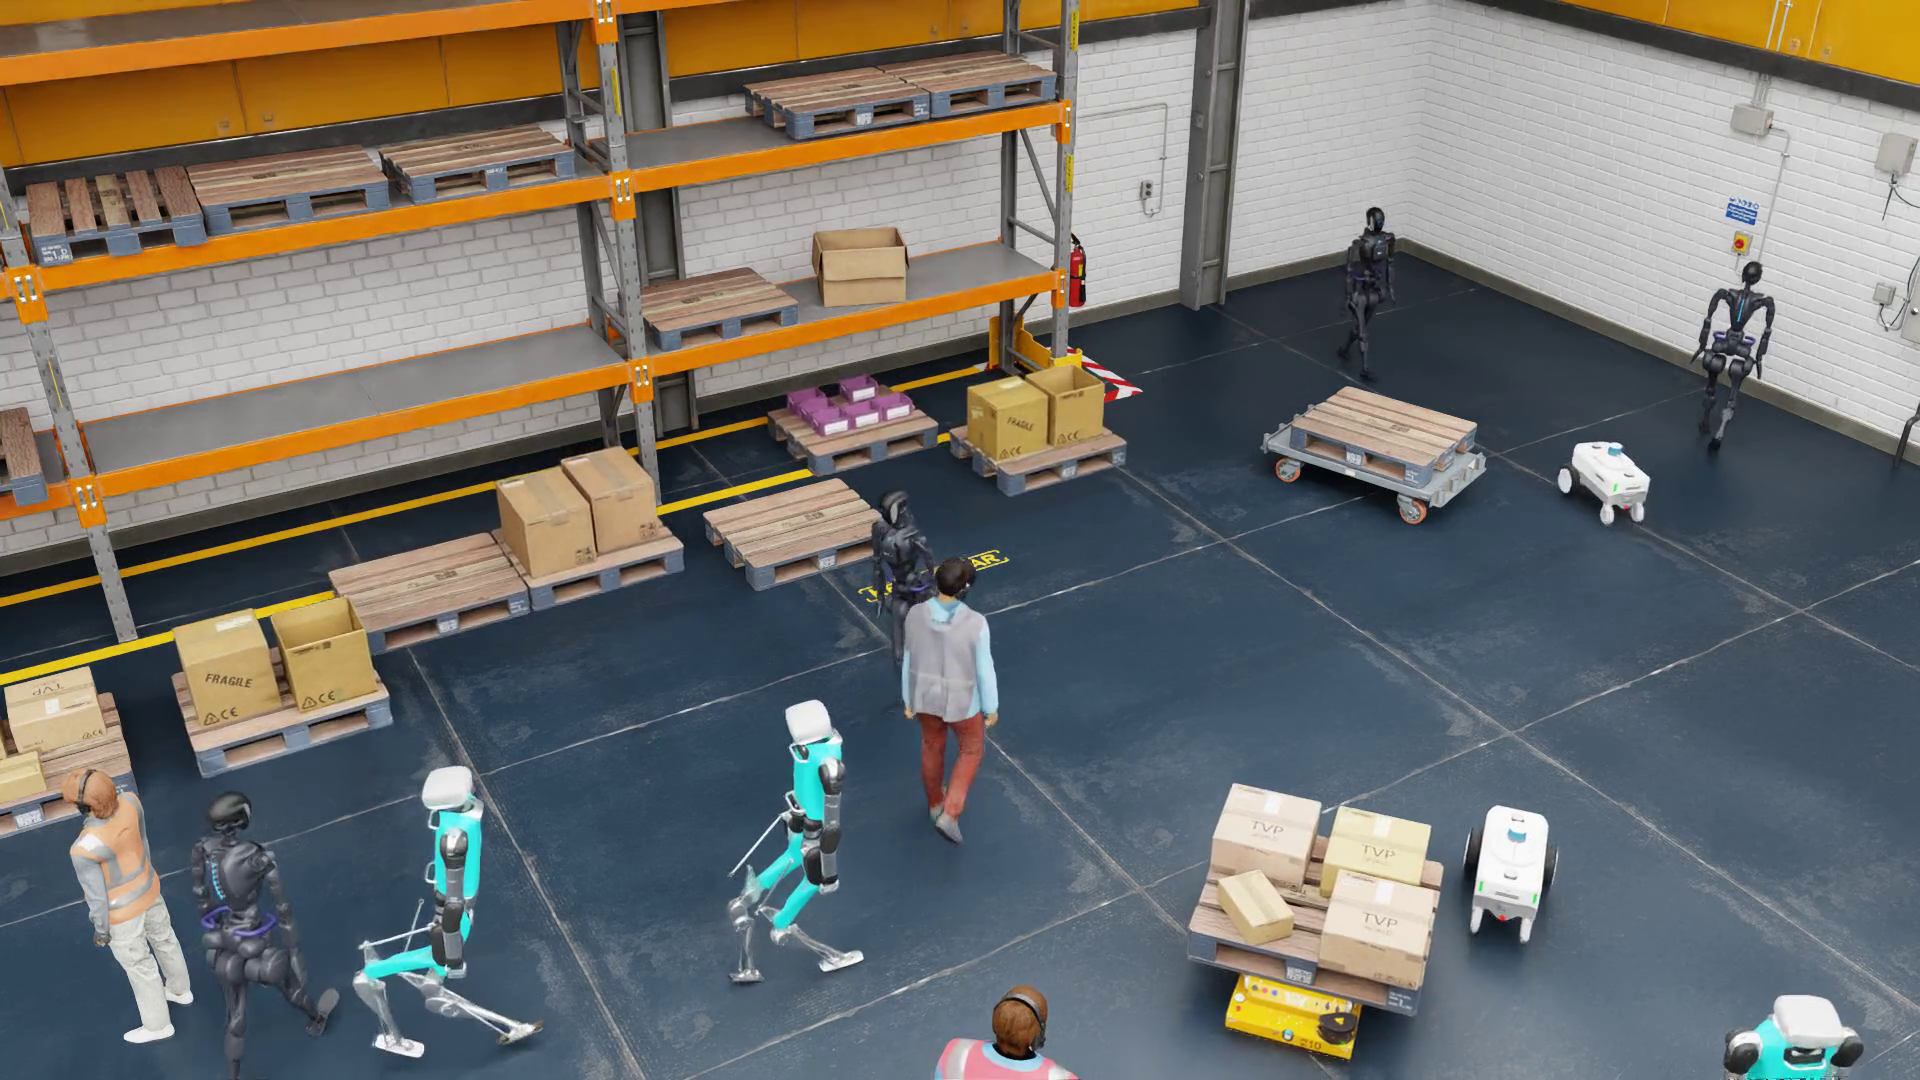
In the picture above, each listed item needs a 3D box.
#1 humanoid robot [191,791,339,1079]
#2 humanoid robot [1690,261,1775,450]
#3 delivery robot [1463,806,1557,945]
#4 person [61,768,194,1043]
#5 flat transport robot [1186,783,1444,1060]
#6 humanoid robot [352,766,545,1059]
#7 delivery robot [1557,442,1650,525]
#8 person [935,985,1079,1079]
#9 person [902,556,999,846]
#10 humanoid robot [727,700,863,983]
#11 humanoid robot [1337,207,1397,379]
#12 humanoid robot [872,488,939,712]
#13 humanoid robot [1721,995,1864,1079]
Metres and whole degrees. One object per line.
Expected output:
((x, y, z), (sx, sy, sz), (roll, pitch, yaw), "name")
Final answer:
((-3.471, 1.961, 8.124), (0.600, 1.614, 0.790), (10, 31, 16), "humanoid robot")
((6.658, -1.601, 14.403), (0.588, 1.634, 0.694), (14, 32, 23), "humanoid robot")
((3.114, 1.848, 9.410), (0.499, 0.593, 0.789), (10, 31, 18), "delivery robot")
((-4.183, 1.818, 8.356), (0.307, 1.644, 0.513), (2, 30, 4), "person")
((1.929, 2.193, 9.093), (0.659, 0.231, 1.431), (10, 31, 18), "flat transport robot")
((-2.672, 1.907, 8.149), (1.044, 1.751, 0.548), (-5, 30, -9), "humanoid robot")
((5.293, -0.512, 13.601), (0.499, 0.606, 0.794), (-5, 30, -9), "delivery robot")
((0.211, 2.565, 6.852), (0.629, 1.836, 0.431), (11, 31, 18), "person")
((-0.082, 0.954, 9.667), (0.598, 1.856, 0.589), (11, 31, 19), "person")
((-0.963, 1.656, 8.571), (0.904, 1.789, 0.552), (-13, 32, -21), "humanoid robot")
((3.893, -2.377, 15.806), (0.610, 1.622, 0.794), (-13, 32, -21), "humanoid robot")
((-0.271, 0.380, 10.900), (0.475, 1.643, 0.606), (-24, 37, -36), "humanoid robot")
((3.334, 2.669, 6.726), (0.551, 1.772, 0.667), (-2, 30, -3), "humanoid robot")
